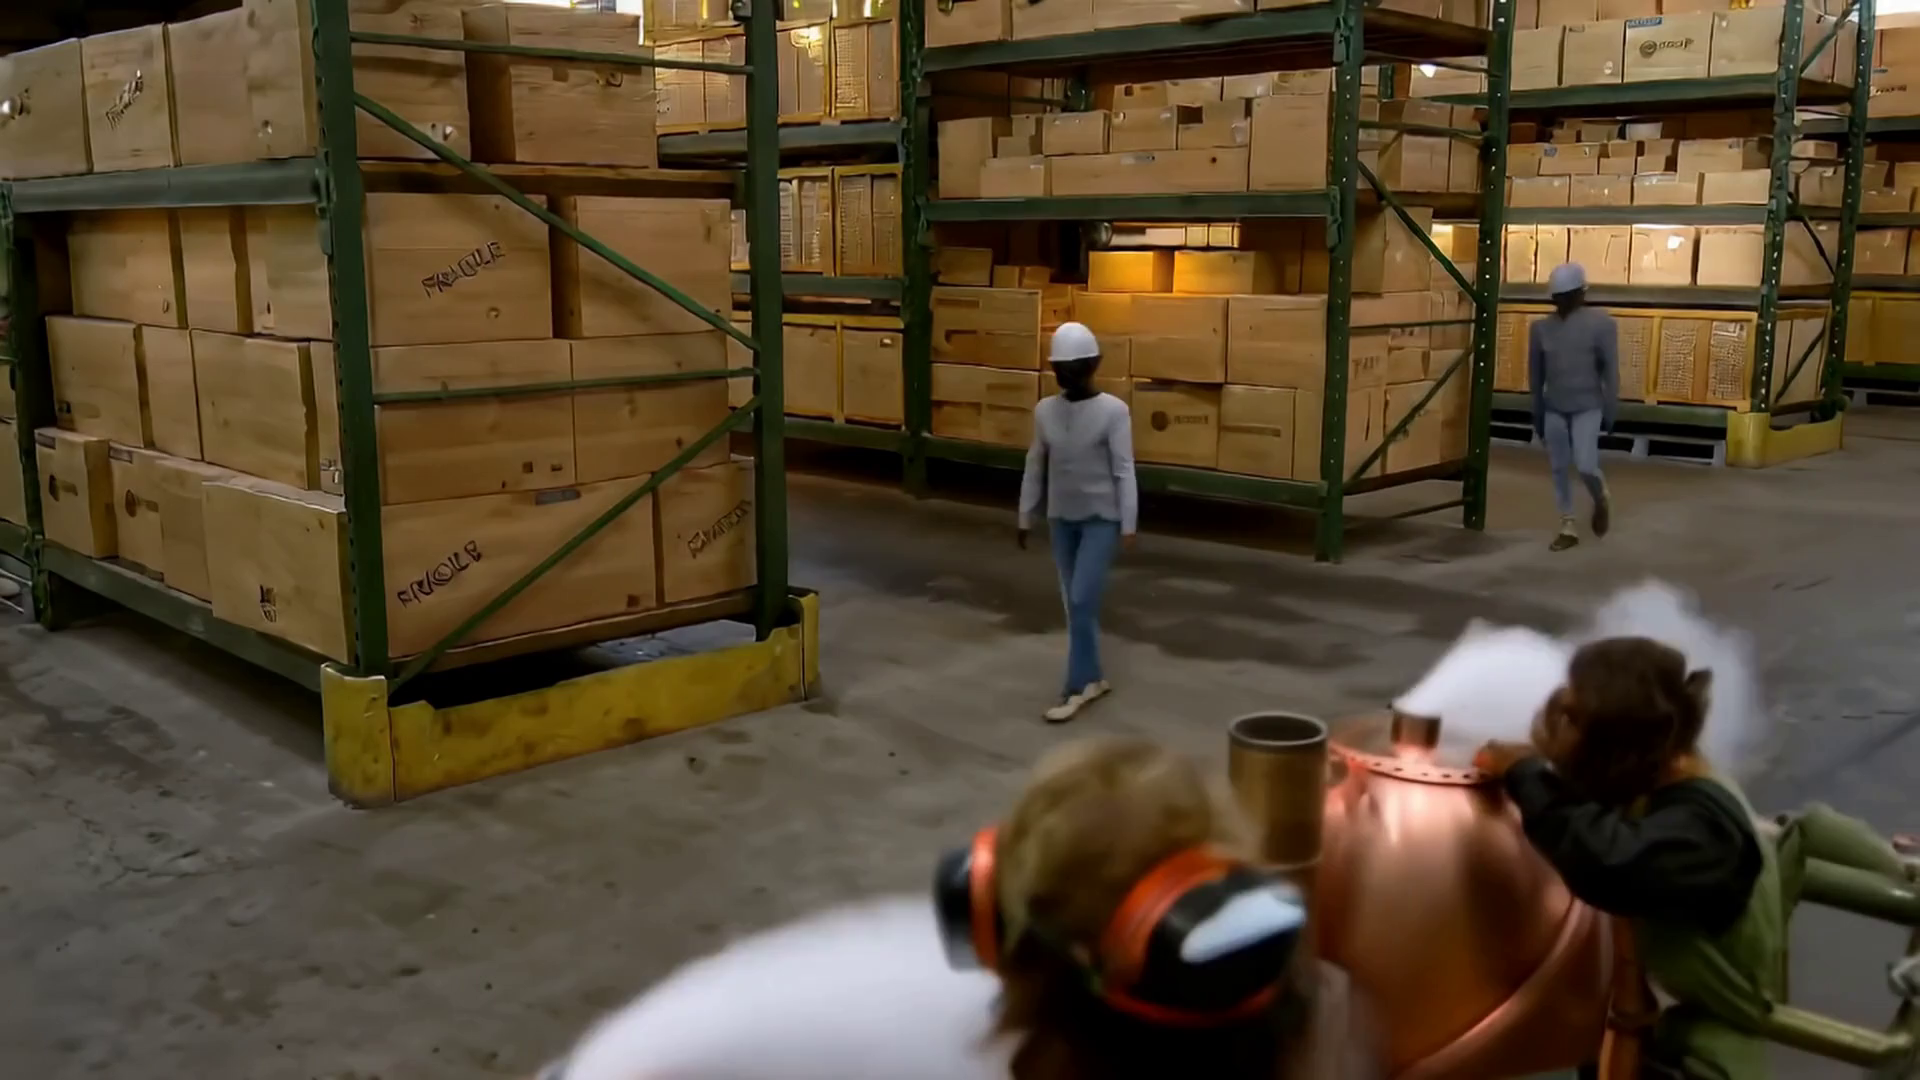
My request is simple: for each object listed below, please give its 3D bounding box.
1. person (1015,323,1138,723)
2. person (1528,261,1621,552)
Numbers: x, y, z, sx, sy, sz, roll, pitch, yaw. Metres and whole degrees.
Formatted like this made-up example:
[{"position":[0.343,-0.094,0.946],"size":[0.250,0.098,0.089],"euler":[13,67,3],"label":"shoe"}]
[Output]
[{"position":[0.462,-0.077,7.355],"size":[0.557,1.739,0.714],"euler":[10,14,43],"label":"person"},{"position":[4.184,-0.909,11.326],"size":[0.635,1.958,0.621],"euler":[-10,14,-43],"label":"person"}]
